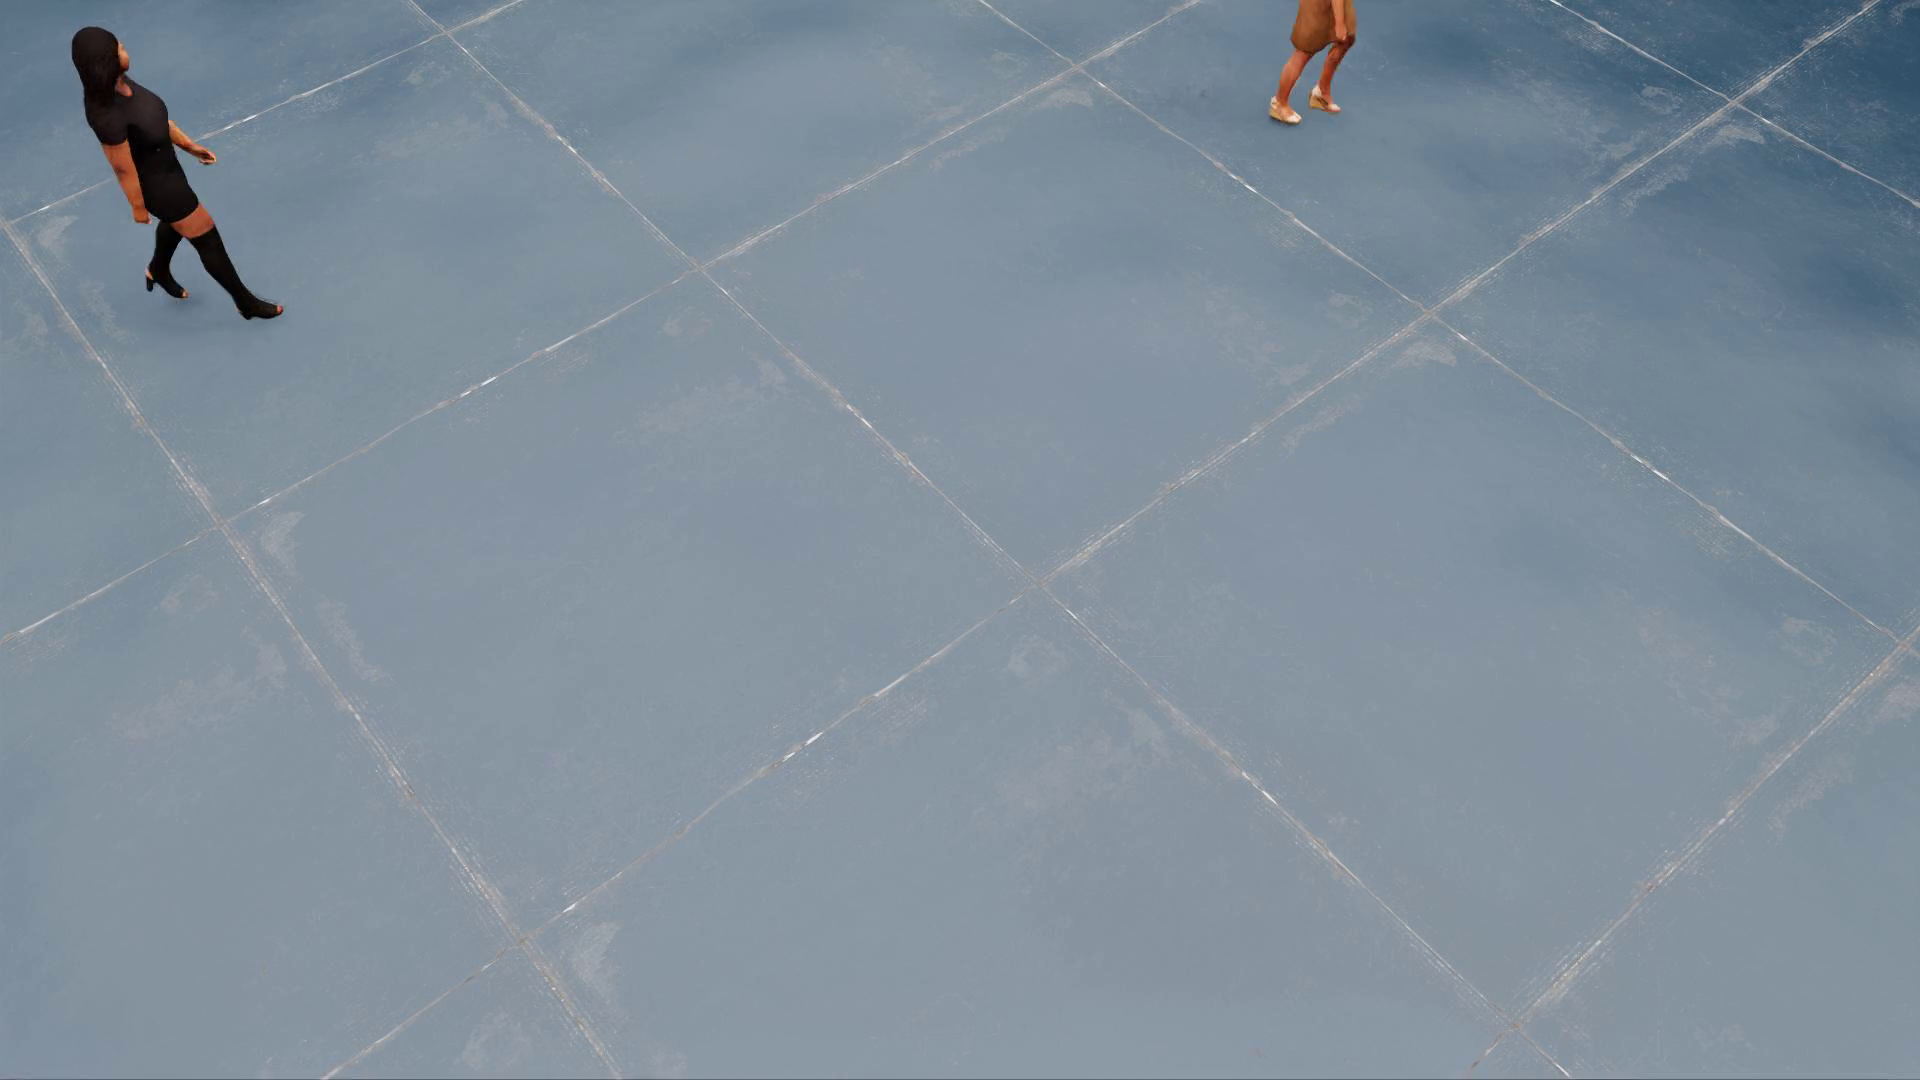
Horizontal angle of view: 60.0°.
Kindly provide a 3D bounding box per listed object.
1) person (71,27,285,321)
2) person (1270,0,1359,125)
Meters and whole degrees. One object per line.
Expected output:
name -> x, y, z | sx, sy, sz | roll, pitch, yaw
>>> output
person -> -4.345, -1.909, 8.878 | 1.068, 1.807, 0.884 | -6, 52, -4
person -> 2.101, -3.208, 9.969 | 0.766, 1.673, 0.715 | 17, 54, 13
